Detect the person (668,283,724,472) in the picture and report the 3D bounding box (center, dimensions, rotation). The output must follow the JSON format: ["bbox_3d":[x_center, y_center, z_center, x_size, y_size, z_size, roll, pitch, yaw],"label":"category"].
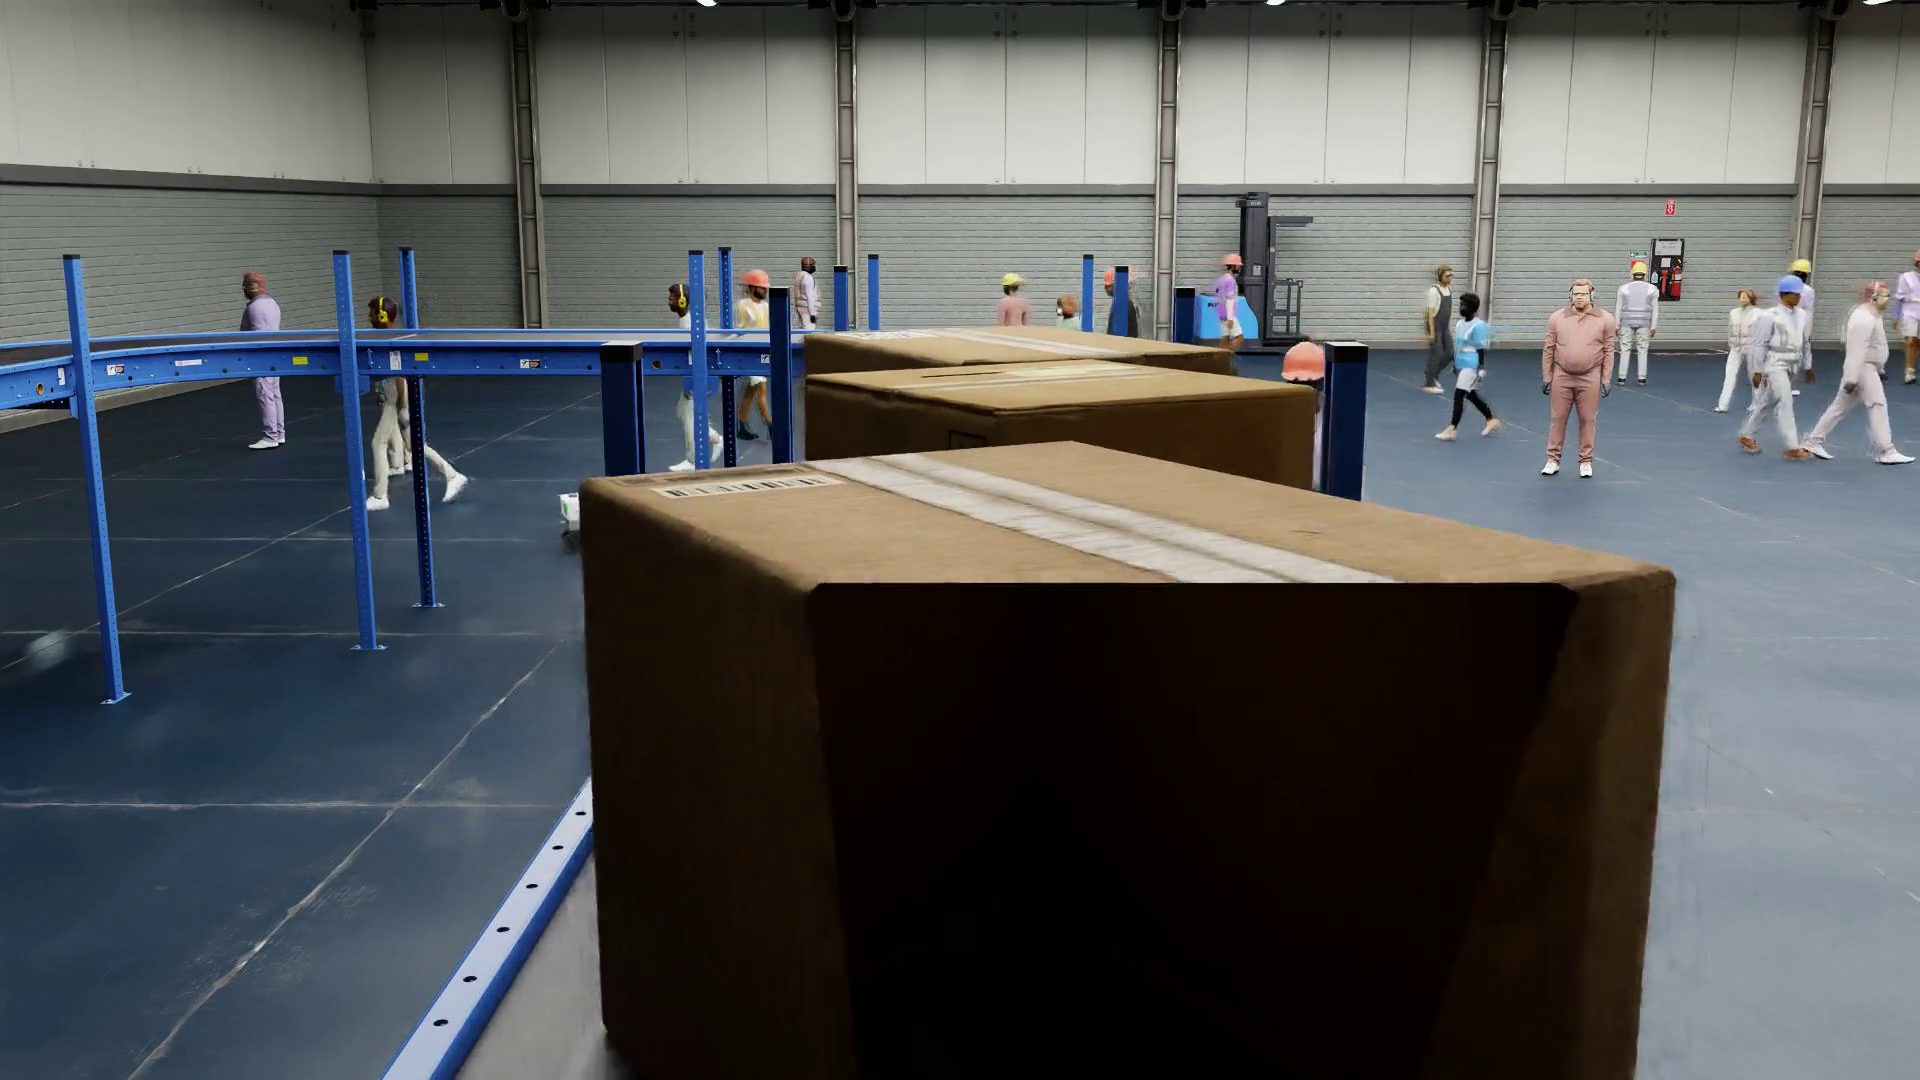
[{"bbox_3d":[-2.616,-1.601,16.427,0.499,1.855,0.551,-1,11,-5],"label":"person"}]

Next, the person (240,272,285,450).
[{"bbox_3d":[-7.606,-1.949,18.089,0.407,1.905,0.655,-1,11,-5],"label":"person"}]

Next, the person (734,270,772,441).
[{"bbox_3d":[-2.186,-2.055,18.640,0.918,1.895,0.578,6,13,28],"label":"person"}]

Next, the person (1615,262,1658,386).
[{"bbox_3d":[10.123,-3.238,24.906,0.594,1.829,0.404,4,12,21],"label":"person"}]

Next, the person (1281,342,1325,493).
[{"bbox_3d":[1.734,-0.061,8.452,0.566,1.877,1.031,3,12,17],"label":"person"}]

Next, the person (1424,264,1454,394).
[{"bbox_3d":[6.826,-2.989,23.623,0.413,1.827,0.545,11,15,44],"label":"person"}]

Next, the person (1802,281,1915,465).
[{"bbox_3d":[9.238,-1.718,17.041,1.008,1.858,0.639,4,12,20],"label":"person"}]

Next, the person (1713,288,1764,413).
[{"bbox_3d":[10.108,-2.441,21.417,0.847,1.595,0.529,-7,13,-33],"label":"person"}]

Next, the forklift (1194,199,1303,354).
[{"bbox_3d":[5.313,-4.851,30.603,1.873,2.768,1.129,0,11,1],"label":"forklift"}]

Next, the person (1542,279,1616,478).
[{"bbox_3d":[5.973,-1.566,16.120,0.651,1.906,0.404,5,12,25],"label":"person"}]

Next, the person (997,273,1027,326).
[{"bbox_3d":[0.664,-2.672,22.183,0.554,1.748,0.415,-10,15,-41],"label":"person"}]

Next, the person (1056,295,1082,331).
[{"bbox_3d":[1.335,-2.130,19.857,0.858,1.590,0.511,-5,12,-24],"label":"person"}]

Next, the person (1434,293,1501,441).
[{"bbox_3d":[5.806,-1.969,18.825,0.836,1.666,0.538,-2,11,-11],"label":"person"}]

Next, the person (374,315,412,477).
[{"bbox_3d":[-5.530,-1.441,16.172,0.306,1.637,0.524,1,11,3],"label":"person"}]

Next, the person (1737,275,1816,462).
[{"bbox_3d":[8.588,-1.809,17.406,0.606,1.908,0.982,-6,13,-29],"label":"person"}]

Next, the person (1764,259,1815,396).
[{"bbox_3d":[11.652,-2.974,23.336,0.521,1.912,0.619,-6,12,-27],"label":"person"}]

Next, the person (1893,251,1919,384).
[{"bbox_3d":[14.413,-3.335,24.934,0.636,2.009,0.924,2,11,11],"label":"person"}]

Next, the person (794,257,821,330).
[{"bbox_3d":[-2.520,-3.772,27.634,0.429,1.840,0.641,-4,12,-21],"label":"person"}]

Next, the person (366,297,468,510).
[{"bbox_3d":[-4.801,-1.191,14.440,0.920,1.832,0.540,-3,11,-14],"label":"person"}]

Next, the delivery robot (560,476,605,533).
[{"bbox_3d":[-2.681,-0.242,12.668,0.707,0.478,0.477,-3,11,-14],"label":"delivery robot"}]

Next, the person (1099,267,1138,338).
[{"bbox_3d":[1.704,-2.066,18.614,1.029,1.930,0.618,2,11,10],"label":"person"}]

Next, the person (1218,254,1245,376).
[{"bbox_3d":[4.279,-3.530,26.166,0.453,1.921,0.580,0,11,-2],"label":"person"}]
